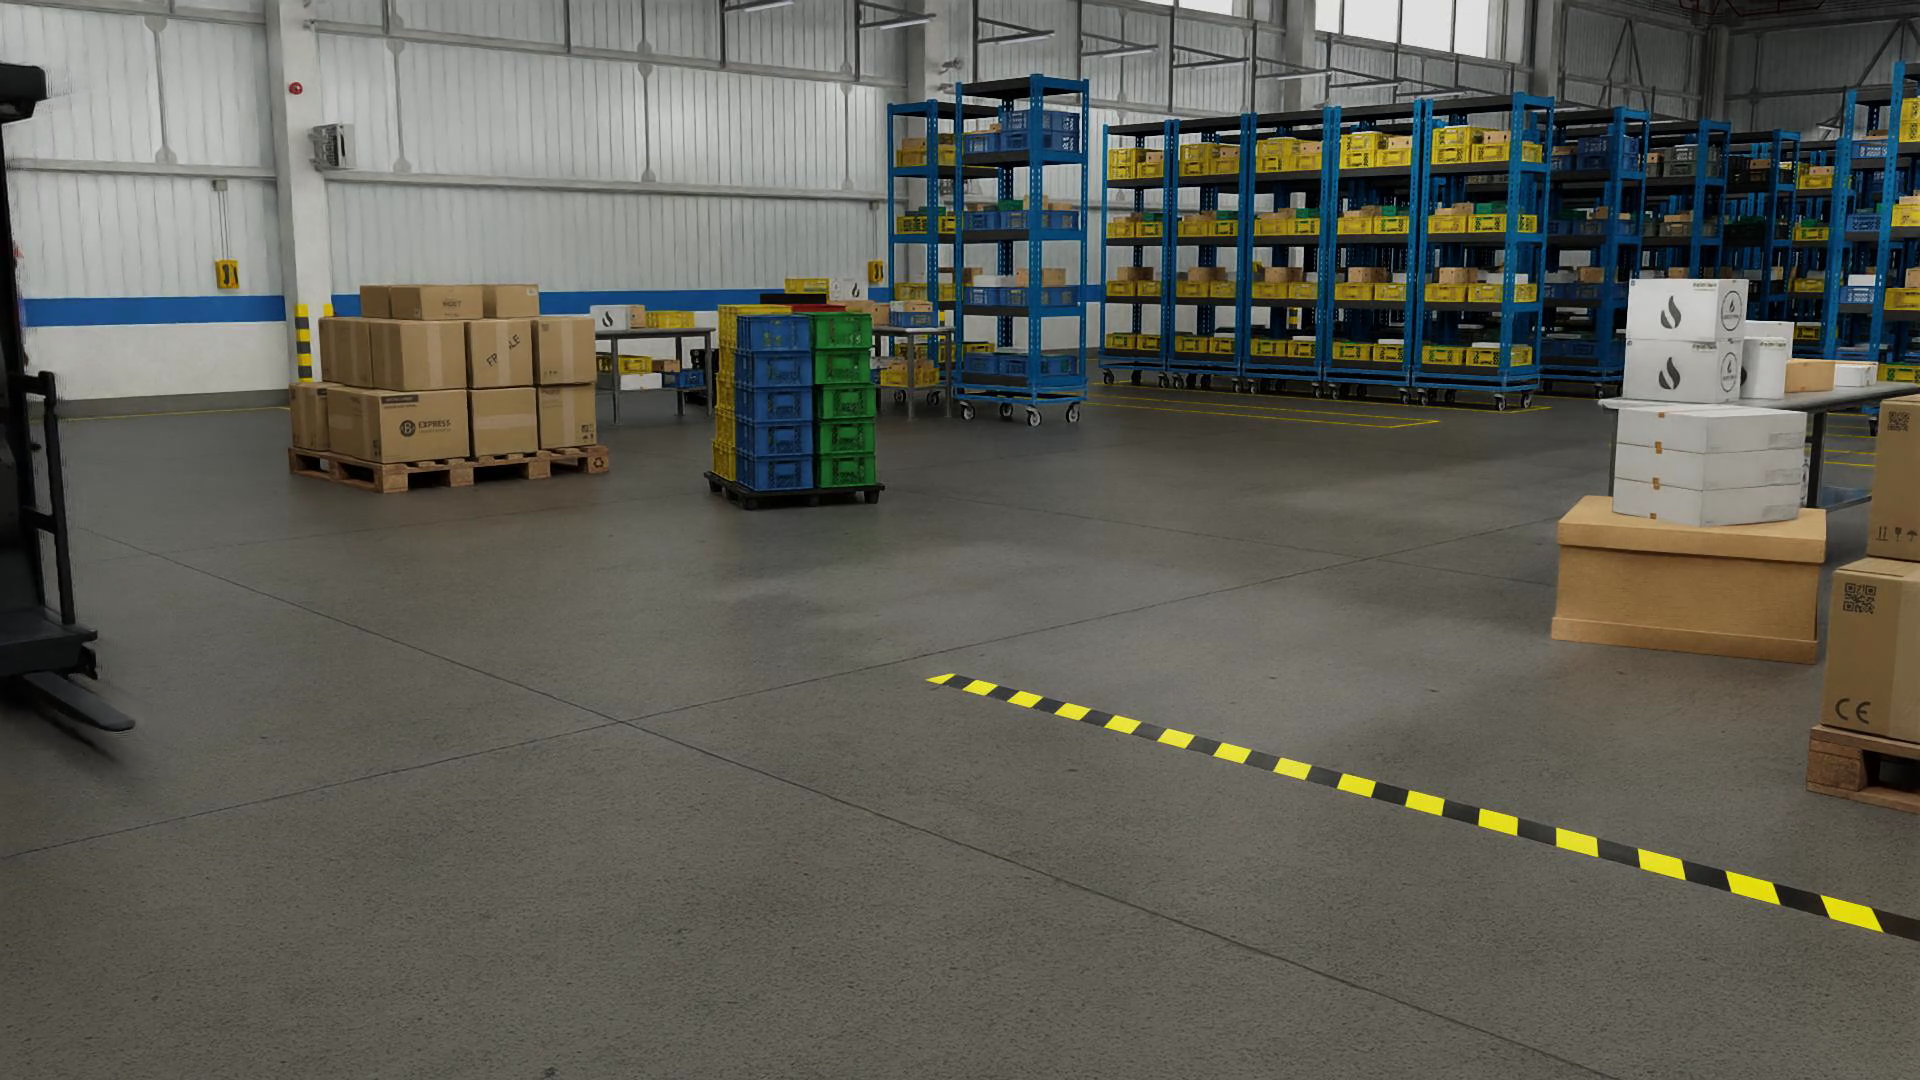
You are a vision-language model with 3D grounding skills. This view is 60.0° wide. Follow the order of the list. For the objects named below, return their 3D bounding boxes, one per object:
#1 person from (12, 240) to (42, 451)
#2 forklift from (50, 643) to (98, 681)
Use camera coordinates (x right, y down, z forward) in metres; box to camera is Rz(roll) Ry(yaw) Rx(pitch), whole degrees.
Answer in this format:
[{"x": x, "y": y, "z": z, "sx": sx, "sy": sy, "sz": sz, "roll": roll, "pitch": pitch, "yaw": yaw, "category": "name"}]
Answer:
[{"x": -8.476, "y": -1.731, "z": 14.848, "sx": 0.376, "sy": 1.936, "sz": 0.549, "roll": -1, "pitch": 9, "yaw": -5, "category": "person"}, {"x": -4.497, "y": -0.847, "z": 6.706, "sx": 1.129, "sy": 2.768, "sz": 1.873, "roll": -9, "pitch": 13, "yaw": -43, "category": "forklift"}]
